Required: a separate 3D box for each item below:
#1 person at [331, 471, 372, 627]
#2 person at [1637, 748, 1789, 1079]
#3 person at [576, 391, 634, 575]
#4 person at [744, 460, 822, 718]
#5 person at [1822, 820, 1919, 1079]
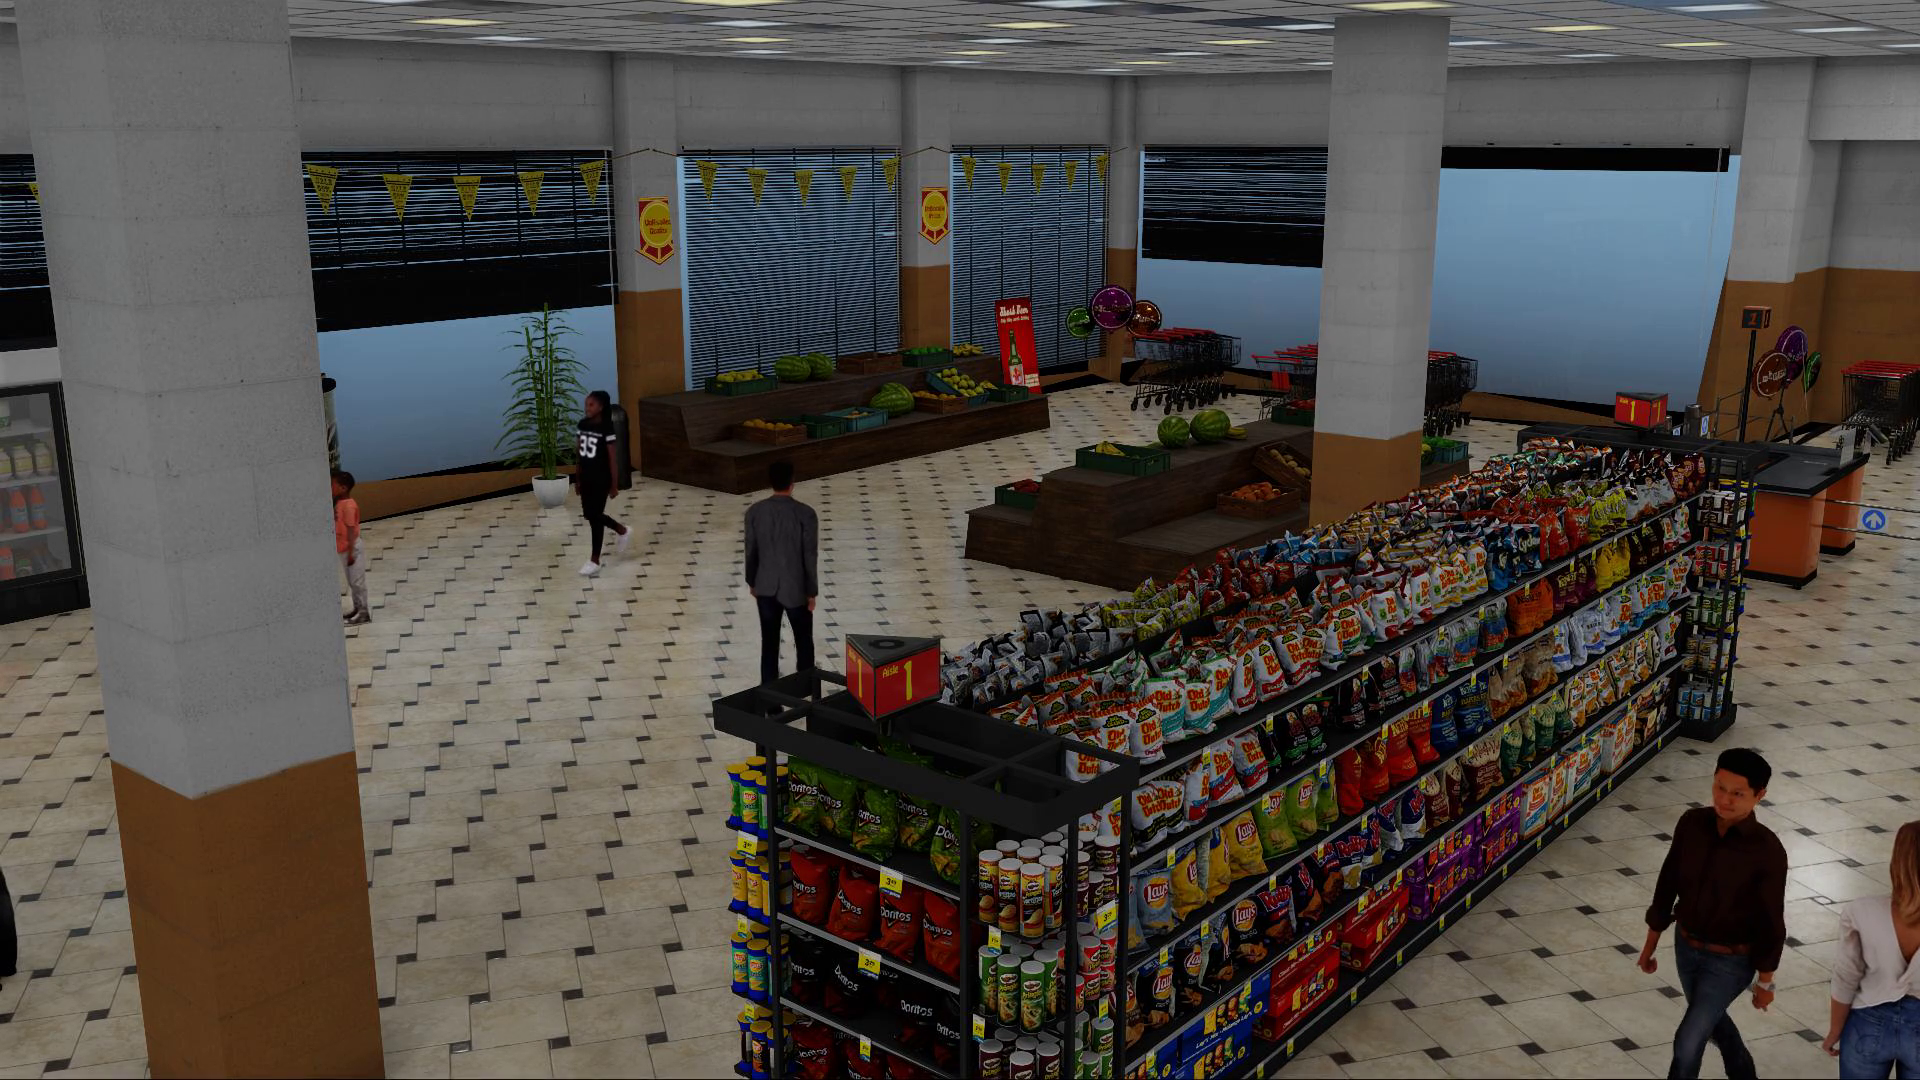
[{"bbox_3d":[-5.163,0.059,14.098,0.535,1.311,0.528,-9,16,-33],"label":"person"},{"bbox_3d":[3.060,1.651,6.635,1.226,1.734,0.956,-7,15,-25],"label":"person"},{"bbox_3d":[-3.400,-0.562,15.806,0.674,1.713,1.031,9,16,32],"label":"person"},{"bbox_3d":[-1.253,0.403,11.585,1.112,1.827,1.261,1,14,6],"label":"person"},{"bbox_3d":[3.361,1.814,5.968,0.647,1.733,0.586,8,16,28],"label":"person"}]
